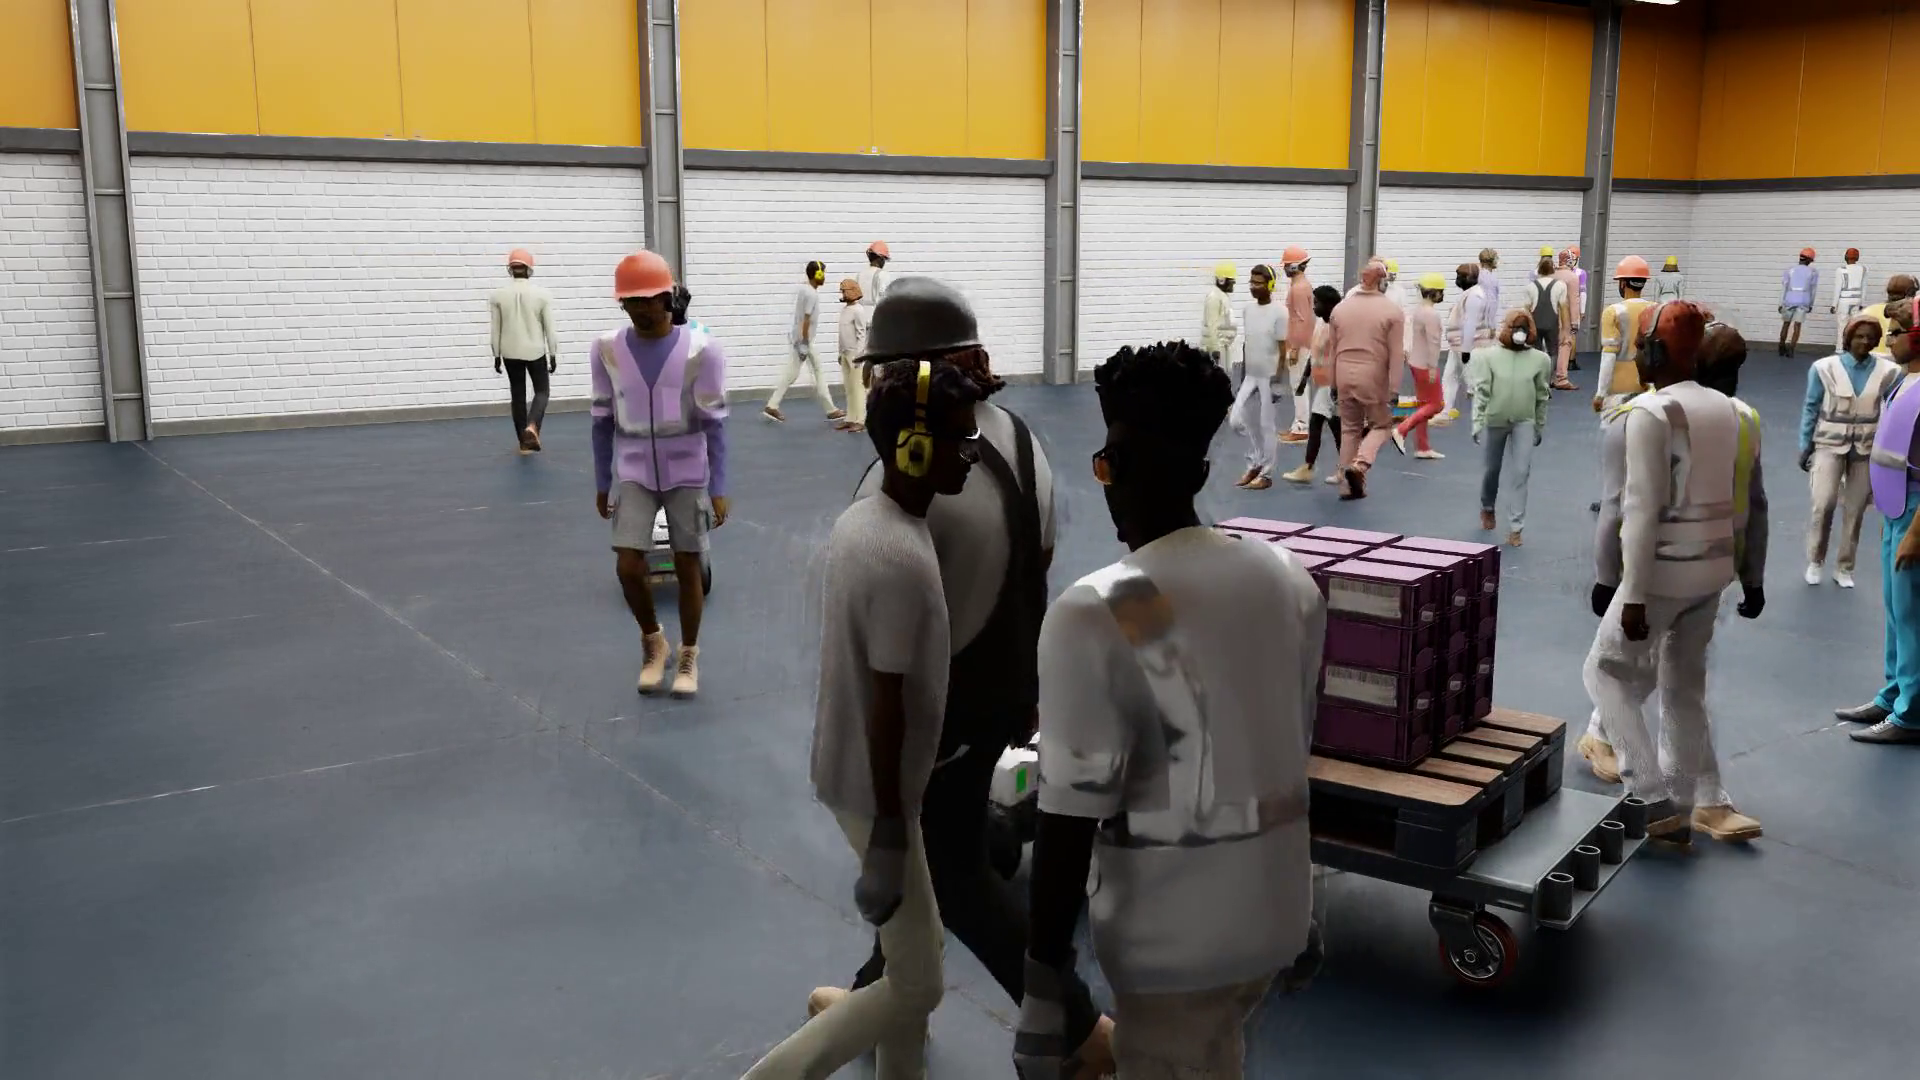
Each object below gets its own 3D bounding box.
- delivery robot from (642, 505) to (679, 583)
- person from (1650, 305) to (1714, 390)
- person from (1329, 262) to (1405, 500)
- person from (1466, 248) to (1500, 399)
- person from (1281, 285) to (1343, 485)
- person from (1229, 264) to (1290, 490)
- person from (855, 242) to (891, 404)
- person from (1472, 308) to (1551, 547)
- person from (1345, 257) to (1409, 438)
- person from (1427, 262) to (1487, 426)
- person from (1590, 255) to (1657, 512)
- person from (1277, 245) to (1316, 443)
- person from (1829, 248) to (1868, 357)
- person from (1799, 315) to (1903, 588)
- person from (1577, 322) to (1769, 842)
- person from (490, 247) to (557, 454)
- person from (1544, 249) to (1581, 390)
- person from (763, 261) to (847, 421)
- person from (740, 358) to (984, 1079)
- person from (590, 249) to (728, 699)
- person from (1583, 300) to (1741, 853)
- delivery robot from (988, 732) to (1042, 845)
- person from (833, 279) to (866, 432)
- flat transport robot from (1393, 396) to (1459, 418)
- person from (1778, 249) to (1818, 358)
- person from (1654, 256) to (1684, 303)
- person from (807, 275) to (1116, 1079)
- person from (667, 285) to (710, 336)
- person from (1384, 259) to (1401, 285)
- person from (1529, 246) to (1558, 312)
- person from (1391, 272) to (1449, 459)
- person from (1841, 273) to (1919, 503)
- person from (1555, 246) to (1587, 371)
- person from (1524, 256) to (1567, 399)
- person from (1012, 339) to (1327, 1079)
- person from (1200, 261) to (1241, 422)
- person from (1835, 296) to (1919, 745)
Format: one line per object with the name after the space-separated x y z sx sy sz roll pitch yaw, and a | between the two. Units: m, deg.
-1.765 -0.018 9.792 0.477 0.478 0.707 -3 11 -17 | delivery robot
4.694 -0.691 10.762 0.308 1.640 0.511 -8 13 -37 | person
3.143 -1.219 12.992 0.661 1.888 0.536 9 14 40 | person
6.653 -2.727 21.103 0.372 1.940 0.630 -1 10 -4 | person
2.973 -1.284 13.902 0.759 1.666 0.542 -1 10 -4 | person
2.434 -1.319 13.606 0.450 1.854 0.562 -8 13 -36 | person
-1.077 -2.674 20.600 0.589 2.014 0.750 -9 13 -39 | person
3.788 -0.802 11.477 0.500 1.604 0.808 2 11 13 | person
4.314 -1.979 17.221 0.646 1.863 0.965 0 10 2 | person
5.592 -2.115 18.134 0.900 1.813 0.640 2 10 9 | person
5.000 -1.157 12.500 0.550 1.935 0.376 -3 11 -17 | person
3.389 -1.971 16.808 0.395 1.990 0.619 2 11 13 | person
15.246 -4.057 28.546 0.574 1.883 0.355 -1 10 -5 | person
5.243 -0.509 9.797 0.532 1.622 0.437 3 11 16 | person
2.600 0.103 6.032 0.631 1.785 0.999 -4 11 -21 | person
-4.149 -1.783 15.811 0.636 1.979 0.515 -1 10 -3 | person
8.230 -3.001 22.697 0.403 1.906 0.652 -4 11 -20 | person
-1.757 -2.225 18.739 0.997 1.820 0.575 -4 11 -19 | person
-0.228 0.540 3.475 0.635 1.843 0.566 -2 11 -13 | person
-1.329 -0.269 7.397 0.626 2.014 0.507 0 10 -2 | person
2.386 0.132 5.621 0.573 1.865 0.421 -6 12 -30 | person
0.046 0.741 5.627 0.707 0.478 0.477 9 14 41 | delivery robot
-1.171 -1.971 17.790 0.279 1.634 0.498 -6 12 -29 | person
4.895 -1.502 18.957 1.431 0.197 0.652 -4 11 -21 | flat transport robot
14.512 -4.097 28.810 0.565 1.867 0.875 7 12 33 | person
12.420 -4.101 29.172 0.487 1.744 0.297 5 12 26 | person
0.019 0.341 4.001 0.934 2.000 0.689 5 12 26 | person
-2.271 -1.225 13.564 0.553 1.671 0.683 -3 11 -14 | person
5.156 -2.569 20.594 0.526 1.809 0.618 1 10 7 | person
9.655 -3.889 27.505 0.587 1.927 0.367 -2 11 -10 | person
4.296 -1.610 15.466 0.482 1.750 0.542 0 10 -2 | person
7.241 -1.197 13.122 0.755 1.806 0.643 -5 12 -27 | person
9.491 -3.610 25.944 0.552 1.936 0.358 8 13 38 | person
7.360 -2.652 20.979 0.530 1.834 0.436 5 11 24 | person
0.313 0.628 2.794 0.921 1.906 0.707 10 14 44 | person
2.866 -2.221 18.699 0.577 1.806 0.618 4 11 20 | person
3.915 -0.071 6.821 0.388 1.838 0.563 4 11 21 | person
